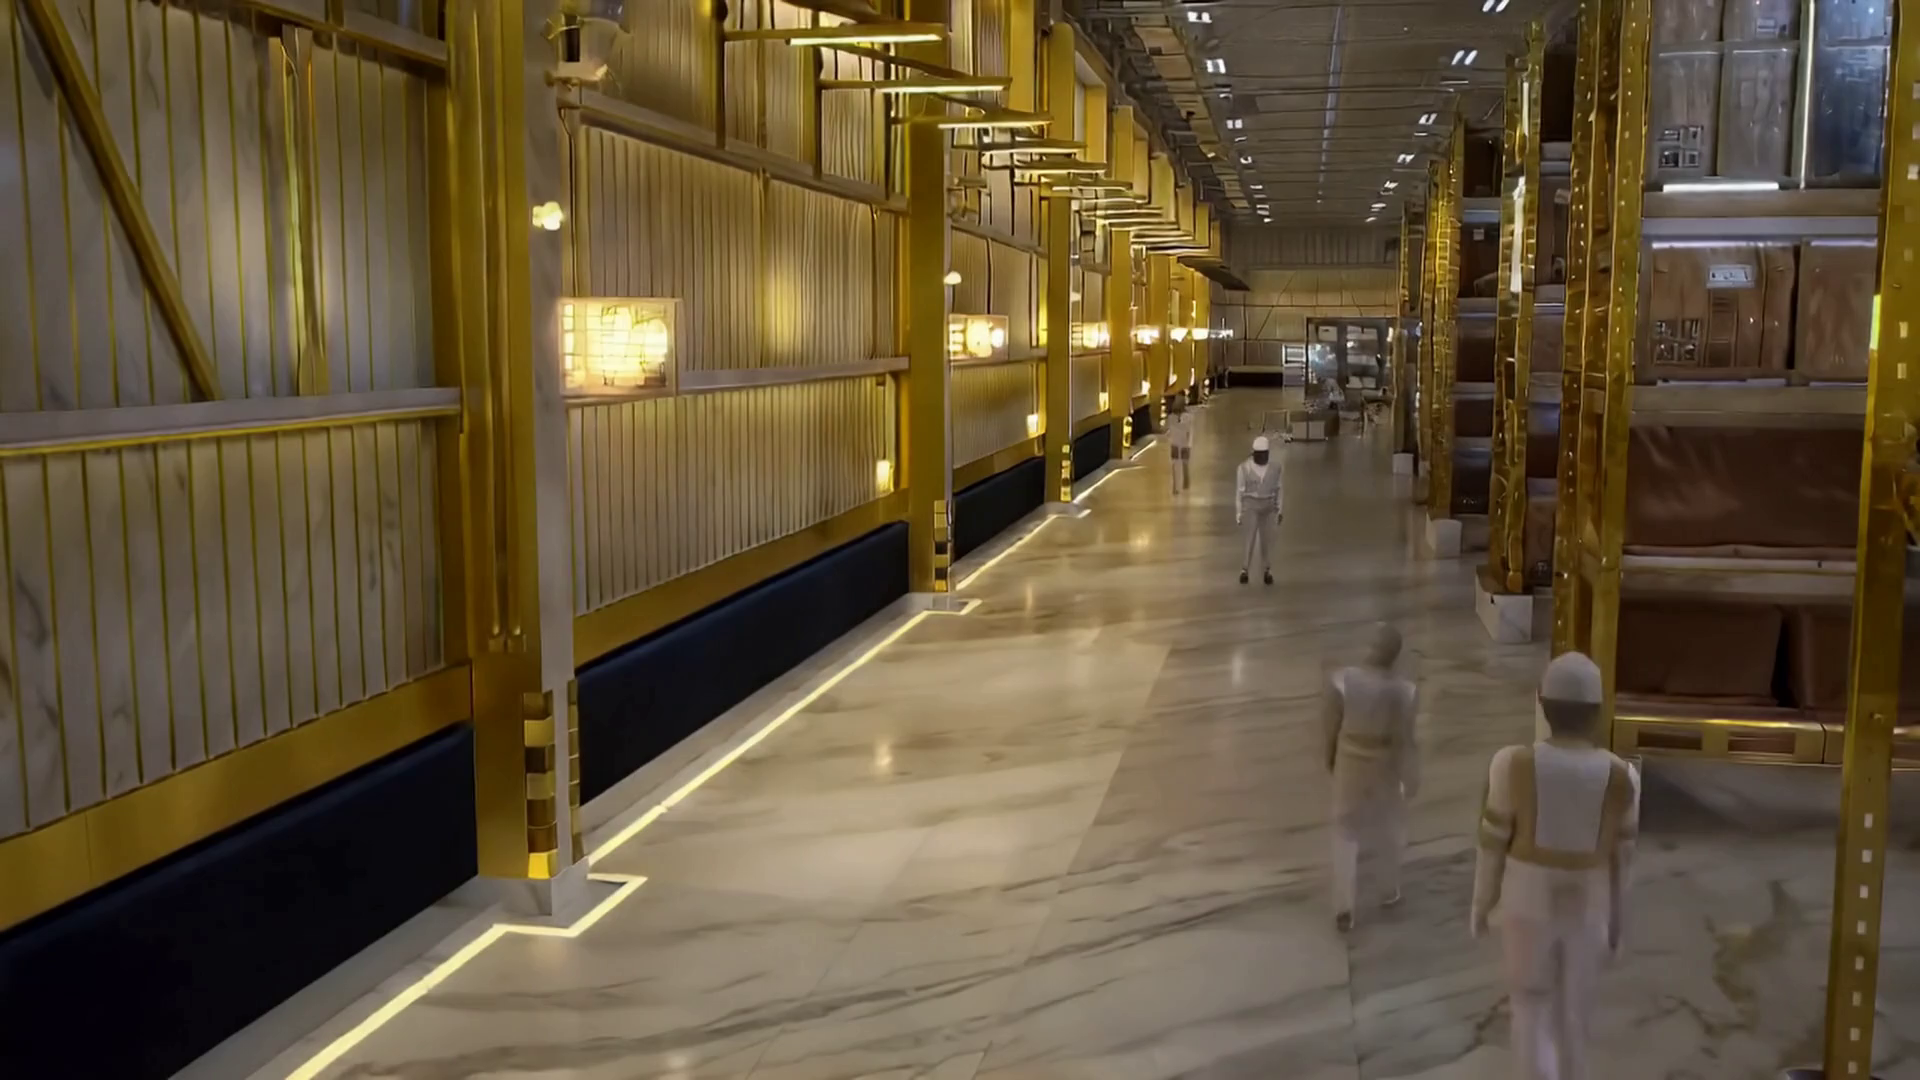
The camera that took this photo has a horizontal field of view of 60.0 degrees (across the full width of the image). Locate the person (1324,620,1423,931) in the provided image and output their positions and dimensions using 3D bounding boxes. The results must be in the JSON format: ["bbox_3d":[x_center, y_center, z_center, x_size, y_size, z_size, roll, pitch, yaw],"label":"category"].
[{"bbox_3d":[2.141,1.220,8.702,0.519,1.602,0.843,3,8,23],"label":"person"}]

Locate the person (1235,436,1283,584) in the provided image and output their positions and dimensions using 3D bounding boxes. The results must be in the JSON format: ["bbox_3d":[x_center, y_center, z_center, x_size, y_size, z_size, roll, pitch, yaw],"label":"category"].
[{"bbox_3d":[3.685,-0.366,20.475,0.586,1.833,0.403,1,7,4],"label":"person"}]

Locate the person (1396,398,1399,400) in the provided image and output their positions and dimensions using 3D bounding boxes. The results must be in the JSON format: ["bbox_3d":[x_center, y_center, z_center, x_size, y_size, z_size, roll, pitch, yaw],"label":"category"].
[{"bbox_3d":[12.472,-3.594,46.730,0.355,1.734,0.485,-6,9,-40],"label":"person"}]

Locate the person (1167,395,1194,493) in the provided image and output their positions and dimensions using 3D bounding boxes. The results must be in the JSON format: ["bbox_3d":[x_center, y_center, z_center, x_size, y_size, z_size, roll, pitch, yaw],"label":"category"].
[{"bbox_3d":[4.295,-1.883,32.366,0.544,1.906,0.847,2,7,17],"label":"person"}]

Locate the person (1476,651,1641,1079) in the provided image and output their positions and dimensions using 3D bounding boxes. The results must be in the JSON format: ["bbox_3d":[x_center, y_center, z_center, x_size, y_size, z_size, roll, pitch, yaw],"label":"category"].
[{"bbox_3d":[2.255,1.373,6.255,0.543,1.912,0.899,1,7,6],"label":"person"}]
